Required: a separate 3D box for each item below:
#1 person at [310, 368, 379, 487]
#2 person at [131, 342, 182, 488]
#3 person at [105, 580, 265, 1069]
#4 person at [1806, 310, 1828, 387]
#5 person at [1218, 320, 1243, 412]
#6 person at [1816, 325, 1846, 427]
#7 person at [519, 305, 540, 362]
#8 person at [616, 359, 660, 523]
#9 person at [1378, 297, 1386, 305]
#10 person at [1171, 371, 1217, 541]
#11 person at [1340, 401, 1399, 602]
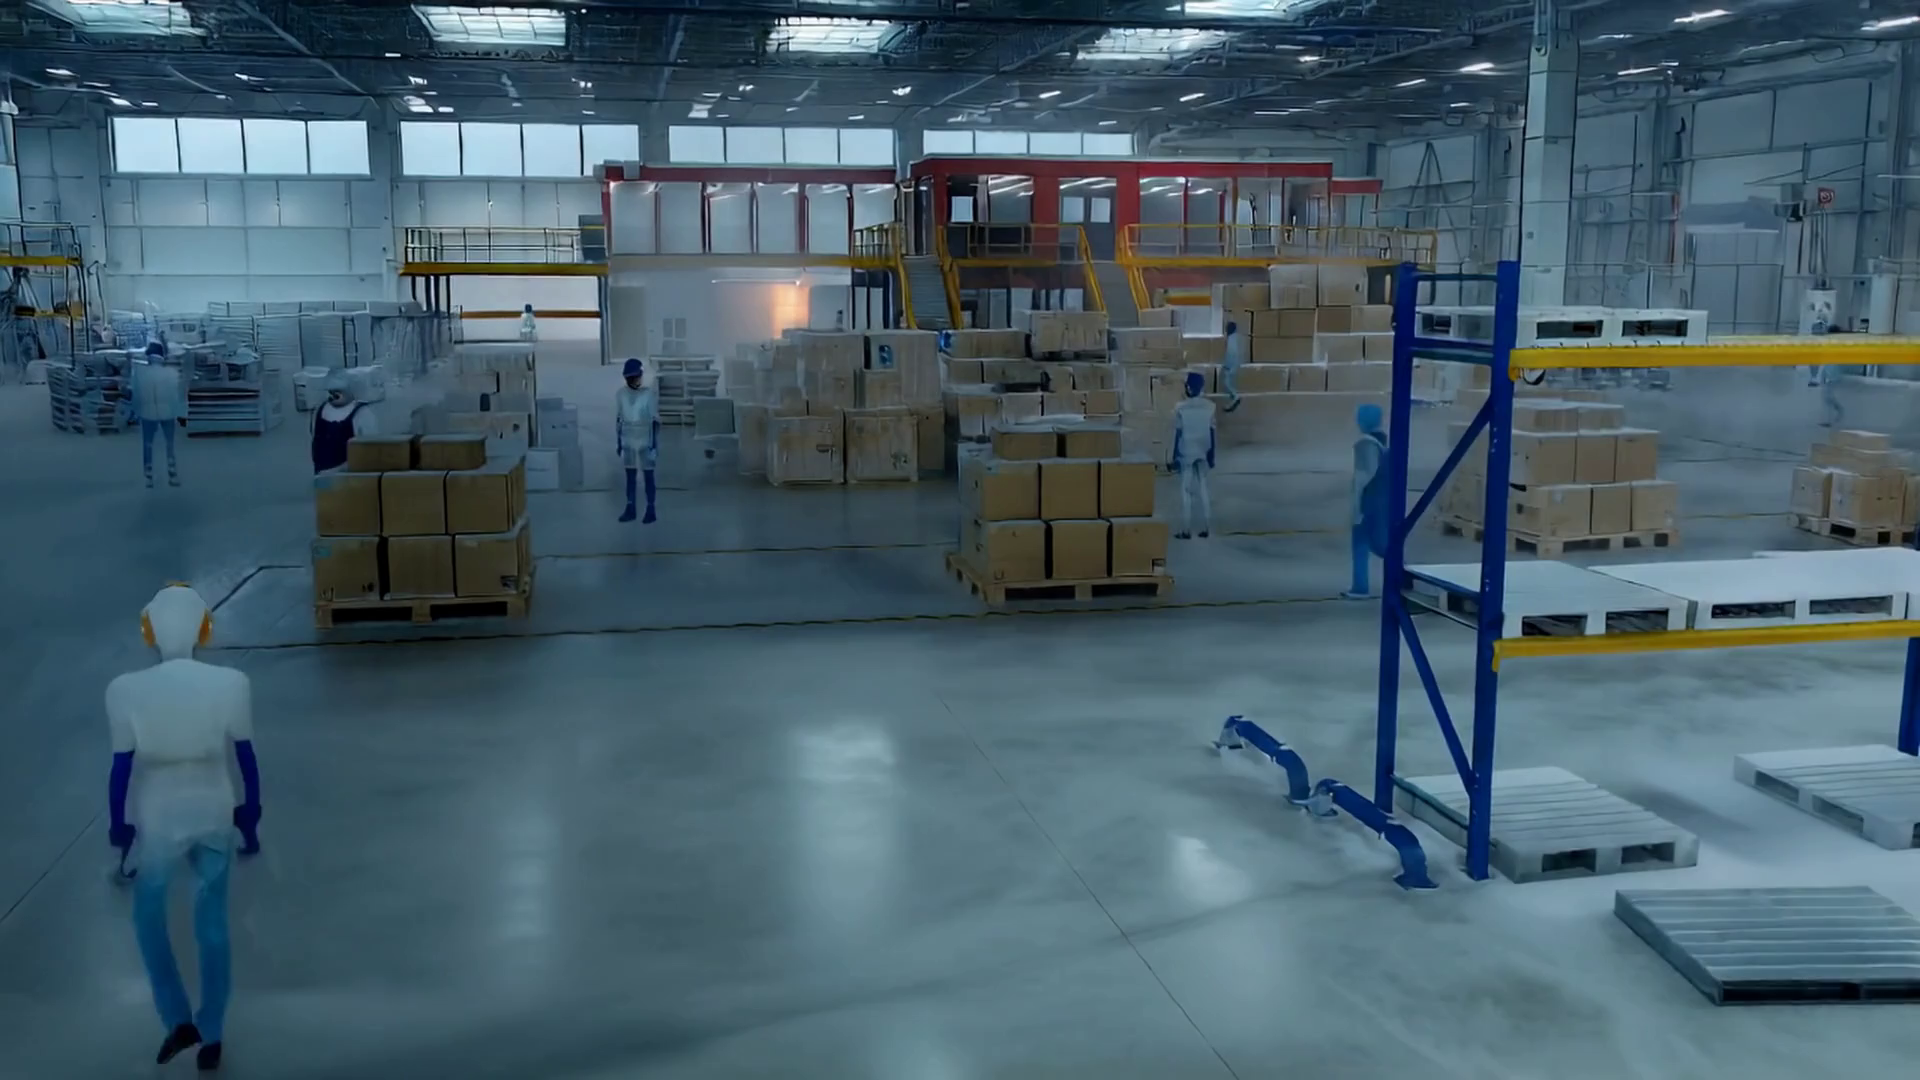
[{"bbox_3d":[-6.158,-0.737,16.669,0.690,2.000,0.688,2,9,11],"label":"person"},{"bbox_3d":[-10.994,-1.715,22.775,0.622,1.992,0.374,-7,12,-38],"label":"person"},{"bbox_3d":[-2.889,1.071,6.202,0.569,1.856,0.380,-6,11,-33],"label":"person"},{"bbox_3d":[21.687,-4.839,42.021,0.594,1.924,0.382,-7,12,-38],"label":"person"},{"bbox_3d":[5.622,-3.609,34.520,0.470,1.921,0.636,5,11,29],"label":"person"},{"bbox_3d":[16.352,-3.066,31.187,0.461,1.930,0.631,8,12,39],"label":"person"},{"bbox_3d":[-13.633,-6.533,52.670,0.597,1.826,1.025,-9,13,-44],"label":"person"},{"bbox_3d":[-3.803,-1.157,19.548,0.552,1.933,0.372,3,10,18],"label":"person"},{"bbox_3d":[14.589,-7.452,57.772,0.403,1.987,0.614,2,10,13],"label":"person"},{"bbox_3d":[2.568,-0.919,18.299,0.513,1.872,0.328,-3,10,-17],"label":"person"},{"bbox_3d":[3.707,-0.319,14.786,0.526,1.825,0.615,-7,11,-35],"label":"person"}]
